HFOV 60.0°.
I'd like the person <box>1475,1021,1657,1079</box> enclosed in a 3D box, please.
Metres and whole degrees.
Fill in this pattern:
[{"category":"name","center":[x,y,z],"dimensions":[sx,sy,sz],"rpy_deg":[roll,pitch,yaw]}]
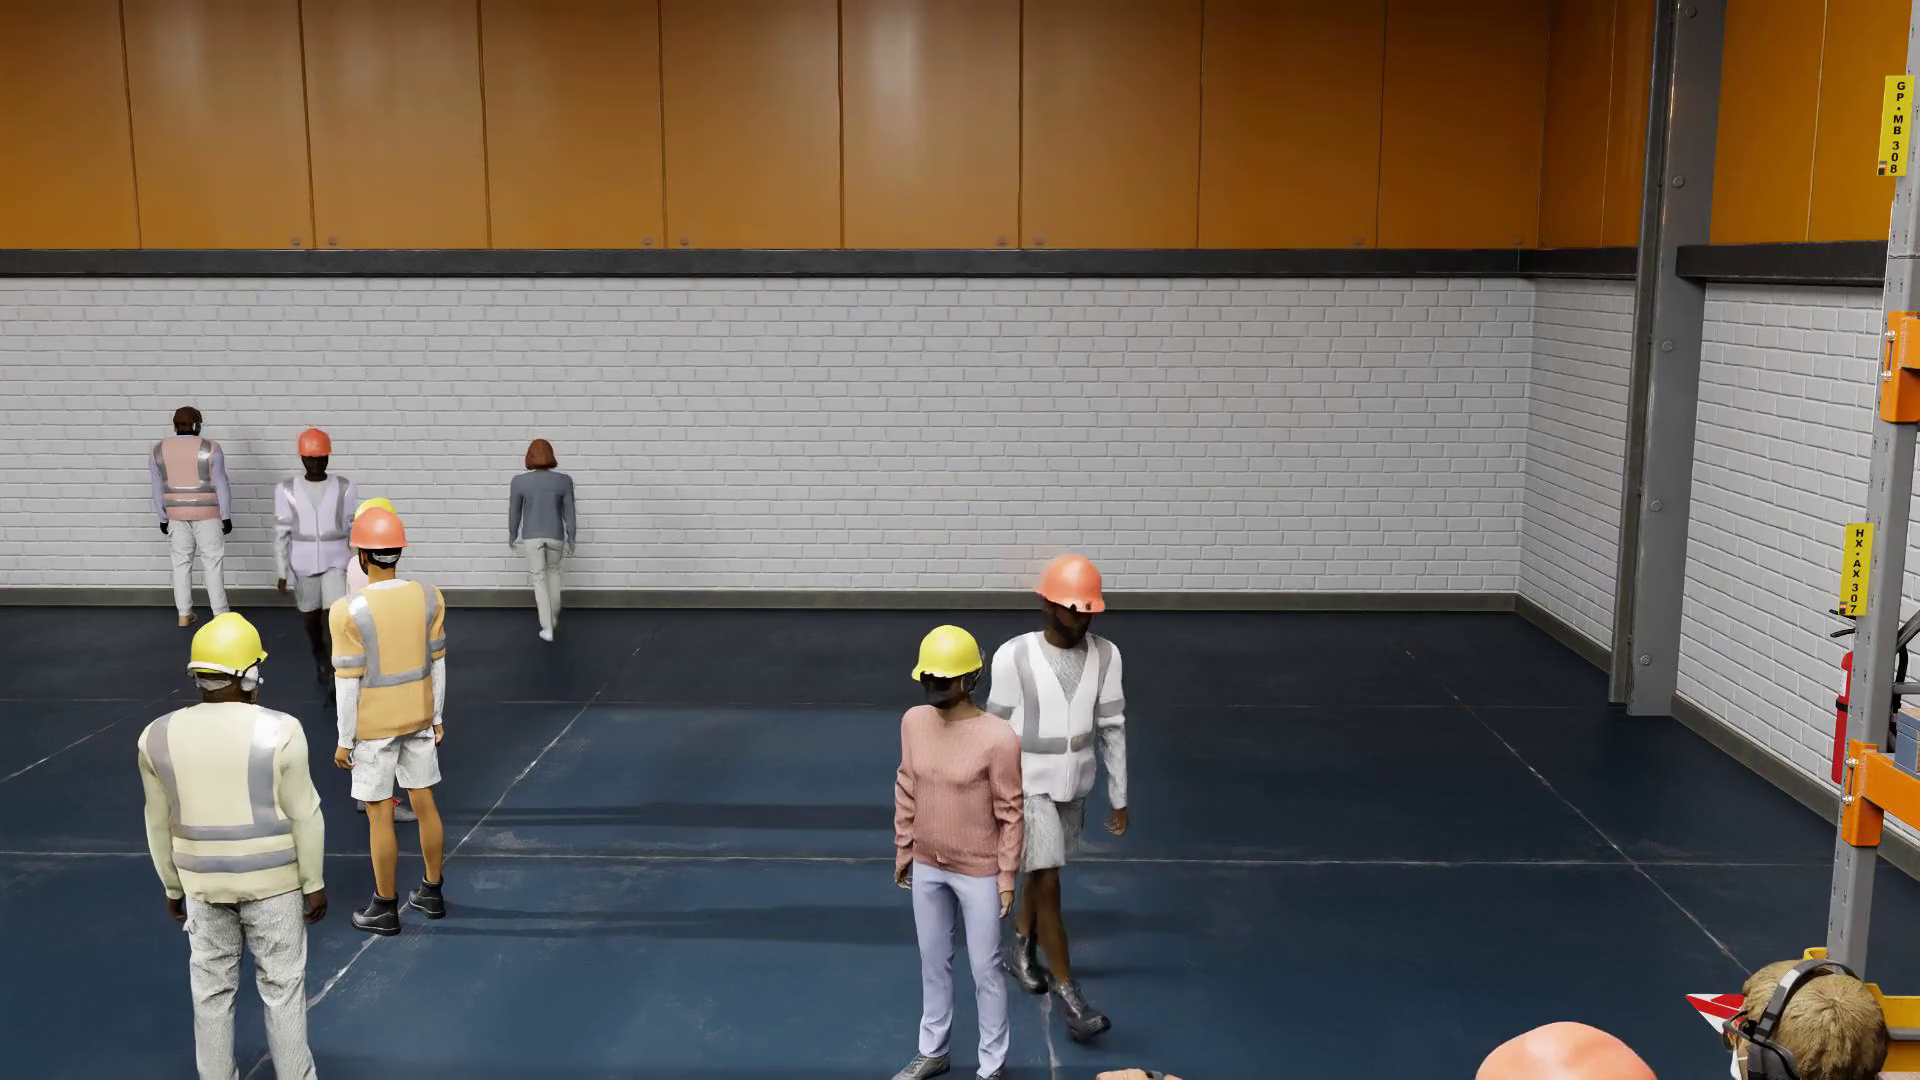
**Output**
[{"category":"person","center":[0.791,1.633,2.288],"dimensions":[0.379,2.043,0.608],"rpy_deg":[-7,12,-38]}]

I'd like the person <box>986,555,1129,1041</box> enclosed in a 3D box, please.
[{"category":"person","center":[0.418,0.995,6.571],"dimensions":[0.559,1.879,1.005],"rpy_deg":[-4,10,-24]}]

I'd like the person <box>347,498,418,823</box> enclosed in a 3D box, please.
[{"category":"person","center":[-3.129,0.648,9.012],"dimensions":[0.317,1.767,0.535],"rpy_deg":[-7,12,-38]}]

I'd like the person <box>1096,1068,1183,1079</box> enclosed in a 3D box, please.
[{"category":"person","center":[0.331,1.718,2.969],"dimensions":[0.308,1.645,0.516],"rpy_deg":[3,10,16]}]

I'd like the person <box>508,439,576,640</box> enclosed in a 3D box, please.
[{"category":"person","center":[-3.408,-0.021,13.504],"dimensions":[0.506,1.606,0.709],"rpy_deg":[-5,11,-27]}]

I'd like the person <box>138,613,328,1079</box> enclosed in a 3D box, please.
[{"category":"person","center":[-2.476,1.163,5.760],"dimensions":[0.586,1.822,0.403],"rpy_deg":[0,9,0]}]

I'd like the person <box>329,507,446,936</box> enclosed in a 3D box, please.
[{"category":"person","center":[-2.579,0.813,7.510],"dimensions":[0.357,1.938,0.545],"rpy_deg":[8,12,39]}]

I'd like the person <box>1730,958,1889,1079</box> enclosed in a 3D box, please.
[{"category":"person","center":[1.374,1.622,2.730],"dimensions":[0.645,1.927,0.389],"rpy_deg":[-5,11,-29]}]

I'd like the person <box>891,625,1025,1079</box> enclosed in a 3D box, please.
[{"category":"person","center":[-0.026,1.164,5.928],"dimensions":[0.533,1.765,0.329],"rpy_deg":[7,12,35]}]

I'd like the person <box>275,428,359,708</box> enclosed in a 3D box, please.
[{"category":"person","center":[-4.477,0.148,11.634],"dimensions":[0.553,1.900,0.988],"rpy_deg":[-3,10,-18]}]

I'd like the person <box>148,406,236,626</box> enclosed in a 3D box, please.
[{"category":"person","center":[-6.367,-0.194,13.849],"dimensions":[0.621,1.838,0.429],"rpy_deg":[-1,9,-3]}]
